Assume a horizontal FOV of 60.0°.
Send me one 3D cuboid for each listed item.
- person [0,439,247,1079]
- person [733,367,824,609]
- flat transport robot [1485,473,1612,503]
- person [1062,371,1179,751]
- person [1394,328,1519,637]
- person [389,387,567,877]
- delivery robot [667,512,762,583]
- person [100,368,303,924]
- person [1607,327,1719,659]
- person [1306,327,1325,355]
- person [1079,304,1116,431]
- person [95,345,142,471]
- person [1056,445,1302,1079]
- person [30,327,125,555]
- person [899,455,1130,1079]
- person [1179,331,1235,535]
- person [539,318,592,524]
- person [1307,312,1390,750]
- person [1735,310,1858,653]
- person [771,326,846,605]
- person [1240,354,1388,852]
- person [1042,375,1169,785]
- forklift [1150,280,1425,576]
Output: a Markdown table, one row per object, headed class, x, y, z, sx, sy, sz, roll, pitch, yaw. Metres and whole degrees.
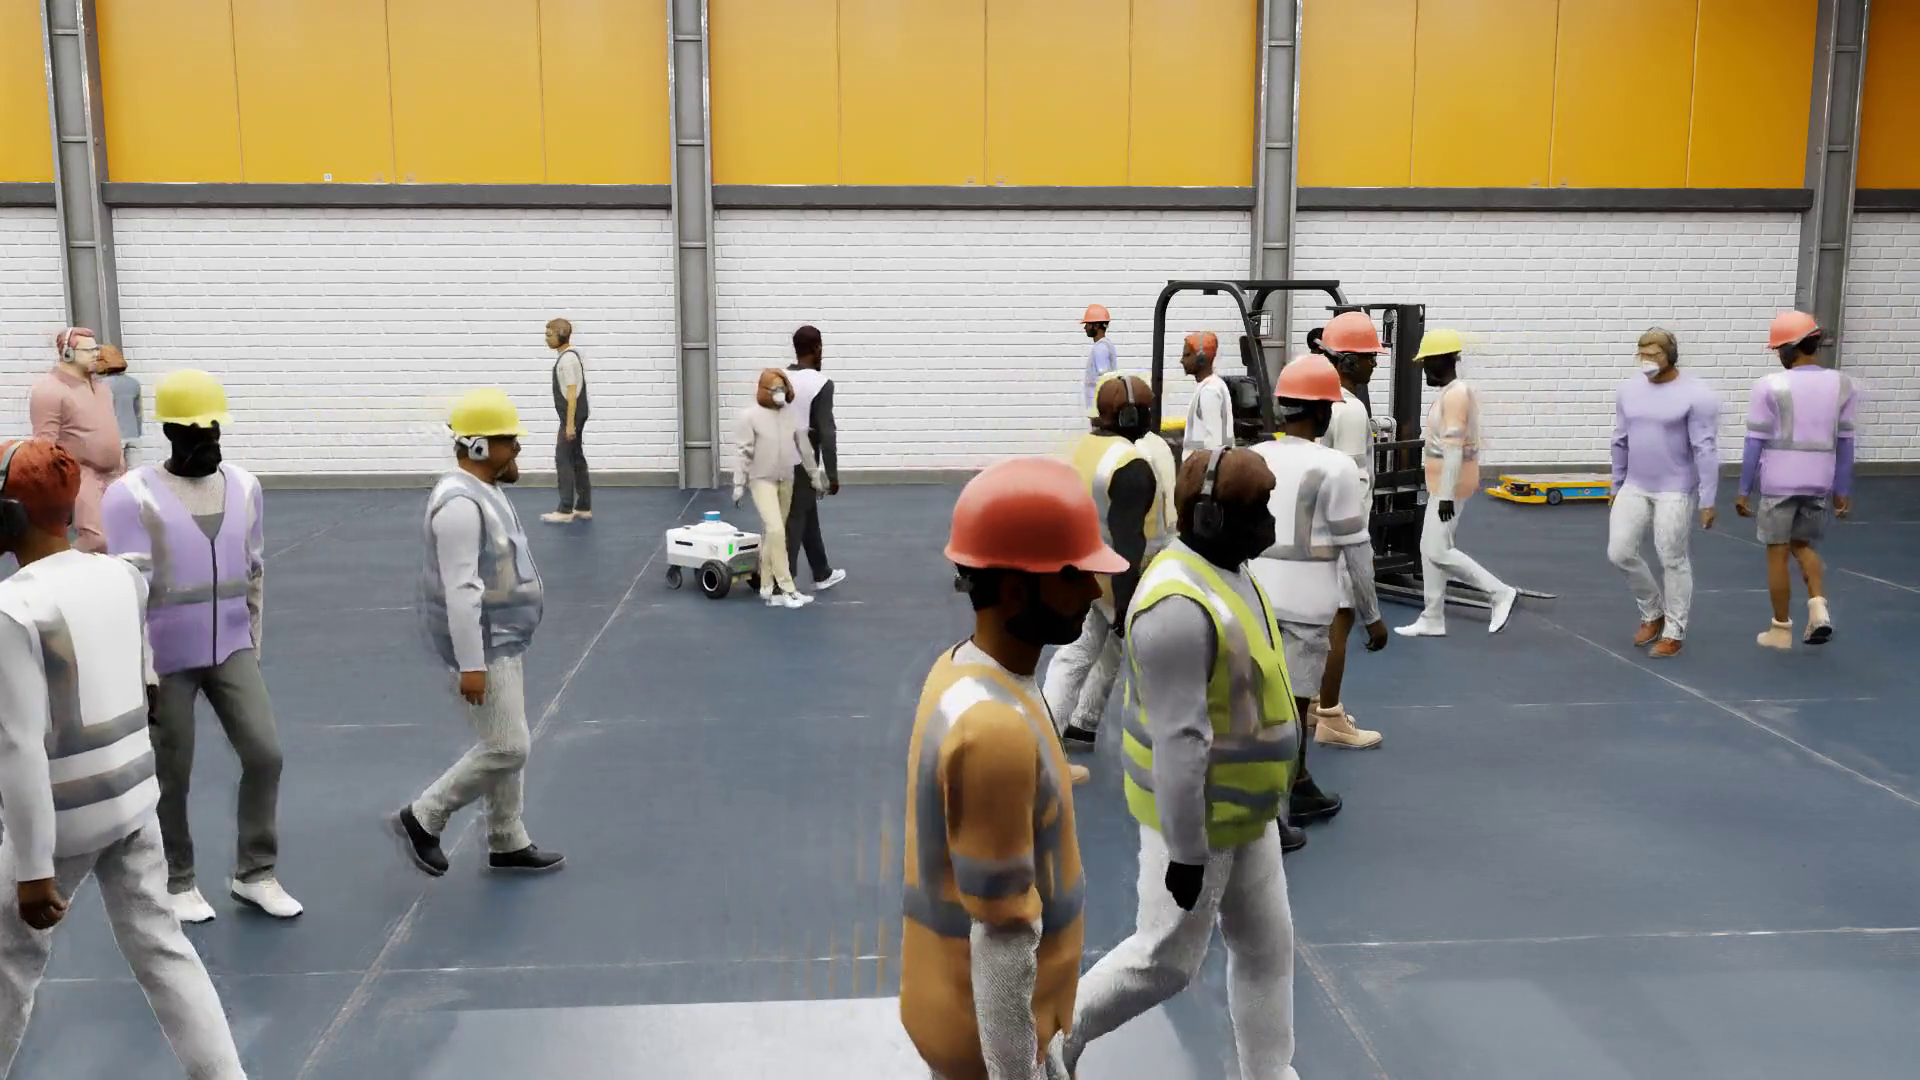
| class | x | y | z | sx | sy | sz | roll | pitch | yaw |
| --- | --- | --- | --- | --- | --- | --- | --- | --- | --- |
| person | -2.205 | 0.664 | 4.066 | 0.855 | 1.847 | 0.590 | 2 | 9 | 10 |
| person | -1.181 | -0.345 | 11.064 | 0.626 | 1.594 | 0.683 | -8 | 12 | -42 |
| flat transport robot | 5.983 | -0.517 | 16.342 | 1.431 | 0.197 | 0.652 | -1 | 9 | -9 |
| person | 0.661 | 0.143 | 7.471 | 0.831 | 1.786 | 0.583 | 3 | 10 | 18 |
| person | 3.020 | -0.330 | 10.066 | 0.622 | 1.898 | 0.615 | 2 | 9 | 10 |
| person | -1.746 | 0.359 | 5.996 | 0.507 | 1.818 | 0.613 | -1 | 9 | -5 |
| delivery robot | -1.723 | 0.045 | 11.635 | 0.707 | 0.478 | 0.477 | 7 | 12 | 39 |
| person | -2.535 | 0.382 | 5.599 | 0.686 | 1.904 | 0.606 | 7 | 11 | 36 |
| person | 4.046 | -0.265 | 9.601 | 0.463 | 1.916 | 0.729 | -6 | 11 | -34 |
| person | 3.570 | -1.299 | 16.816 | 0.318 | 1.691 | 0.534 | -5 | 10 | -30 |
| person | 1.322 | -1.299 | 16.039 | 0.375 | 1.935 | 0.550 | 1 | 9 | 9 |
| person | -7.142 | -0.838 | 14.123 | 0.283 | 1.625 | 0.494 | 3 | 10 | 21 |
| person | 0.554 | 0.658 | 4.164 | 0.857 | 1.814 | 0.634 | 4 | 10 | 24 |
| person | -5.521 | -0.392 | 10.486 | 0.479 | 1.891 | 0.649 | 0 | 9 | 2 |
| person | 0.019 | 0.808 | 2.878 | 0.533 | 1.925 | 0.553 | 0 | 9 | 3 |
| person | 1.505 | -0.390 | 10.583 | 0.675 | 1.858 | 0.587 | 3 | 9 | 16 |
| person | -3.570 | -1.060 | 14.906 | 0.521 | 1.829 | 0.595 | -2 | 9 | -11 |
| person | 1.799 | -0.044 | 7.827 | 0.374 | 2.042 | 0.615 | -1 | 9 | -8 |
| person | 4.869 | -0.328 | 9.715 | 0.609 | 2.013 | 0.441 | -1 | 9 | -4 |
| person | -1.036 | -0.526 | 11.426 | 0.655 | 1.860 | 0.981 | 8 | 12 | 42 |
| person | 1.368 | 0.244 | 6.456 | 0.820 | 1.908 | 0.566 | -6 | 11 | -35 |
| person | 0.705 | 0.185 | 7.191 | 0.949 | 1.792 | 0.644 | -3 | 10 | -20 |
| forklift | 2.301 | -0.860 | 12.475 | 1.214 | 2.155 | 2.313 | -6 | 11 | -35 |
